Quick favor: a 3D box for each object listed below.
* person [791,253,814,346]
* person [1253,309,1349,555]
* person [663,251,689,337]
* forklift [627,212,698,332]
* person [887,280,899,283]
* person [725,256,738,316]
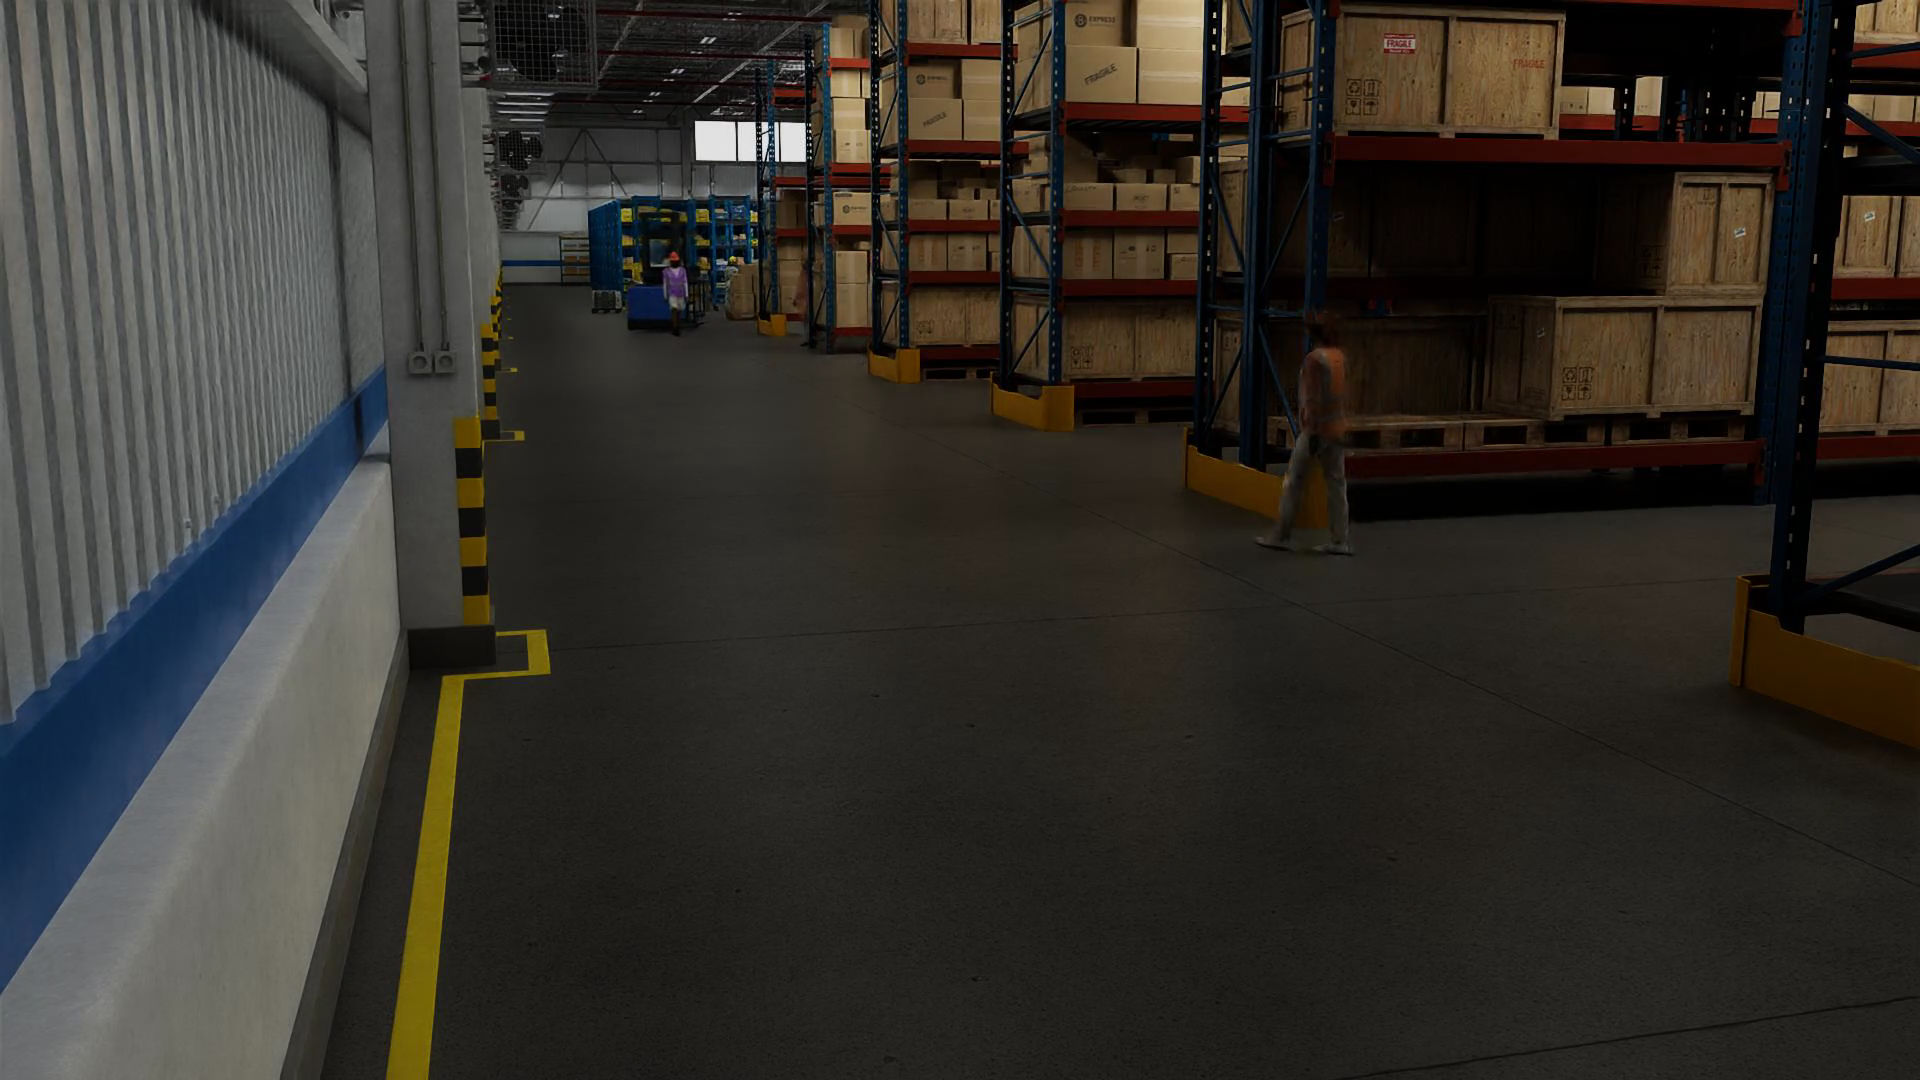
[{"bbox_3d":[-3.138,-4.870,33.719,0.513,1.890,0.666,-4,11,-20],"label":"person"},{"bbox_3d":[2.286,-0.711,10.982,0.704,1.612,0.528,8,13,39],"label":"person"},{"bbox_3d":[-6.411,-5.542,37.480,0.566,1.919,0.631,-5,11,-27],"label":"person"},{"bbox_3d":[-7.135,-6.402,39.626,1.129,2.768,1.873,2,10,12],"label":"forklift"},{"bbox_3d":[-1.128,-4.052,29.176,0.855,1.877,0.631,-6,12,-32],"label":"person"},{"bbox_3d":[-6.581,-7.324,48.096,0.482,1.732,0.355,6,12,31],"label":"person"}]
